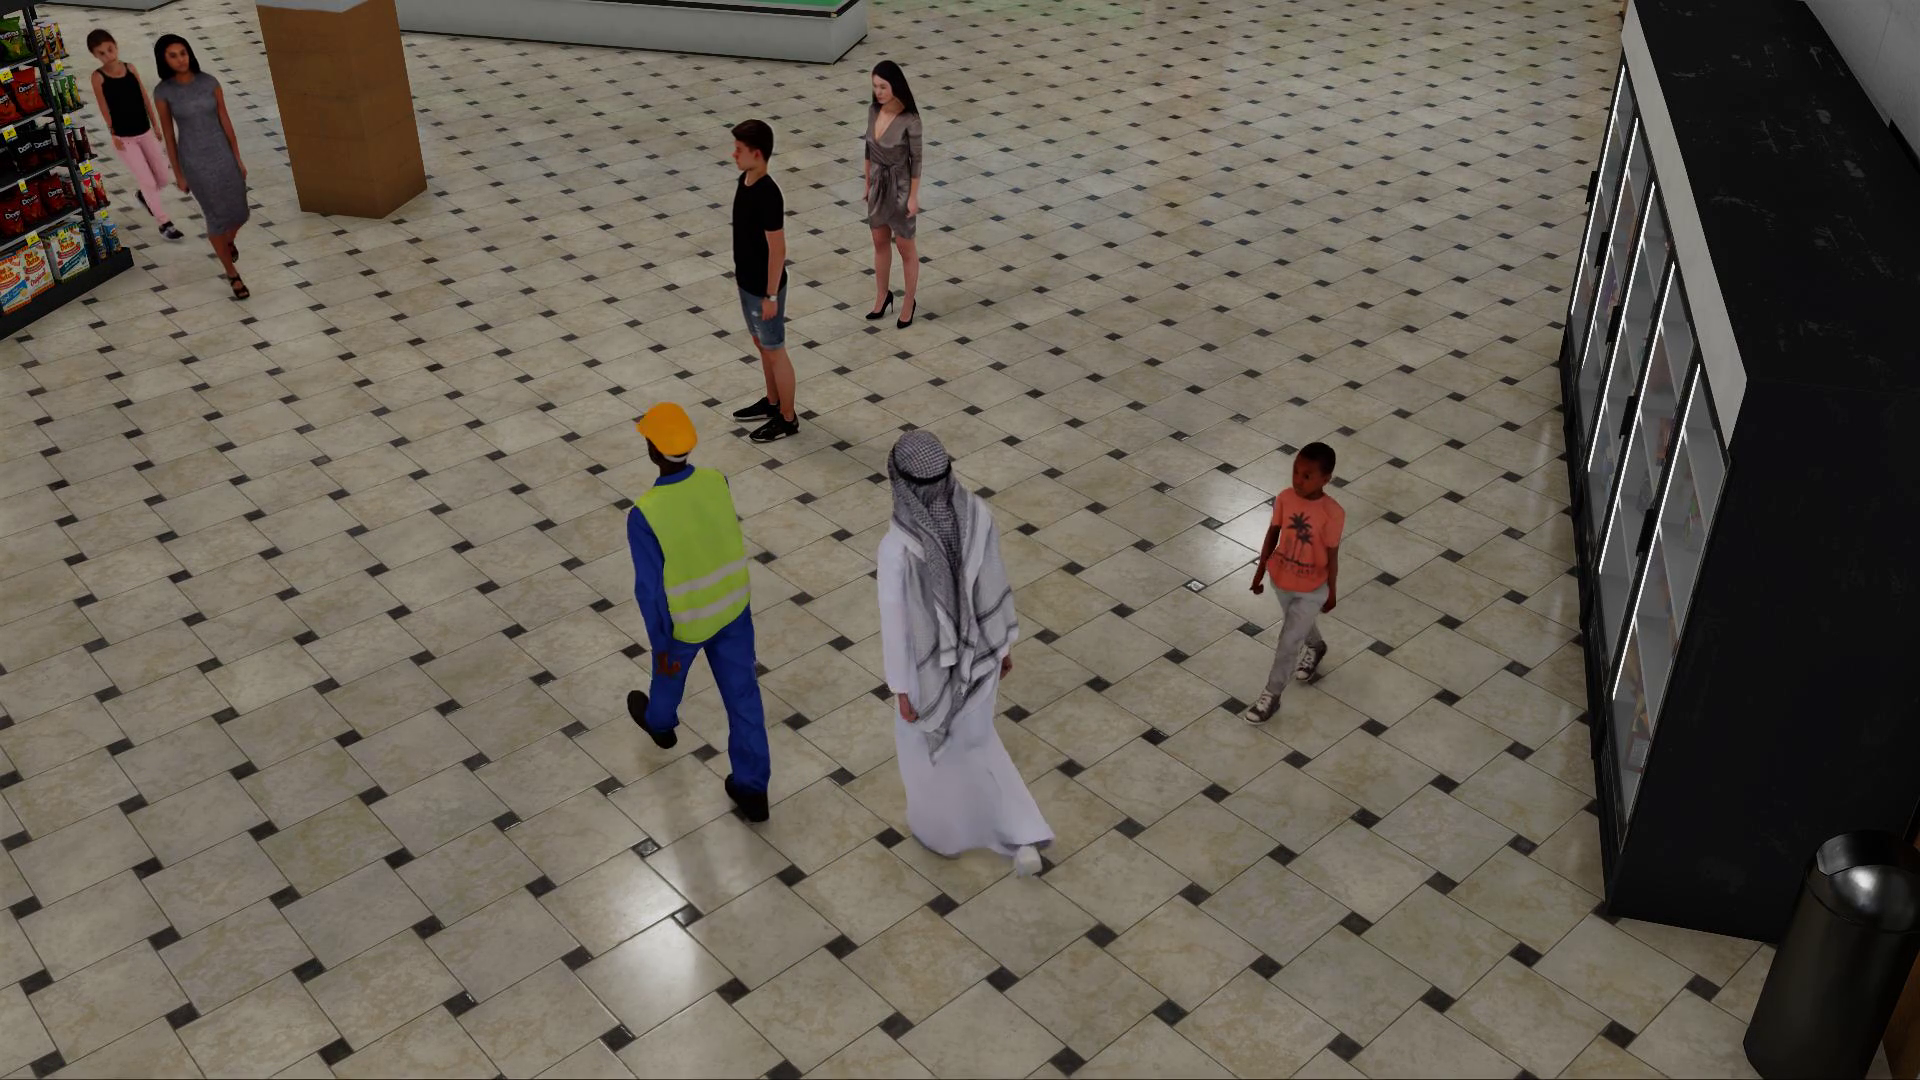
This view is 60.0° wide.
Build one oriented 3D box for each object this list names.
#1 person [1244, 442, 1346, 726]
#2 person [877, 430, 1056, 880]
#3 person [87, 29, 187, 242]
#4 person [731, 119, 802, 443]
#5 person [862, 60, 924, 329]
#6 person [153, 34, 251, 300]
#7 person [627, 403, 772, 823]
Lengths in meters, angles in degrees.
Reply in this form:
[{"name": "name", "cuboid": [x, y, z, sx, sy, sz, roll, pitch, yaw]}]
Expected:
[{"name": "person", "cuboid": [1.533, 0.137, 7.314, 0.839, 1.294, 0.898, -27, 41, -36]}, {"name": "person", "cuboid": [0.005, 0.539, 6.102, 1.047, 1.892, 1.138, -19, 37, -28]}, {"name": "person", "cuboid": [-5.988, -2.905, 11.971, 0.881, 1.539, 0.707, 19, 37, 28]}, {"name": "person", "cuboid": [-1.101, -1.418, 9.371, 0.783, 1.761, 0.752, -13, 34, -20]}, {"name": "person", "cuboid": [-0.432, -2.218, 10.673, 0.568, 1.743, 0.713, 21, 38, 30]}, {"name": "person", "cuboid": [-5.029, -2.494, 11.094, 0.844, 1.767, 0.920, -21, 37, -30]}, {"name": "person", "cuboid": [-0.976, 0.342, 6.533, 1.117, 1.771, 1.232, -20, 37, -29]}]
